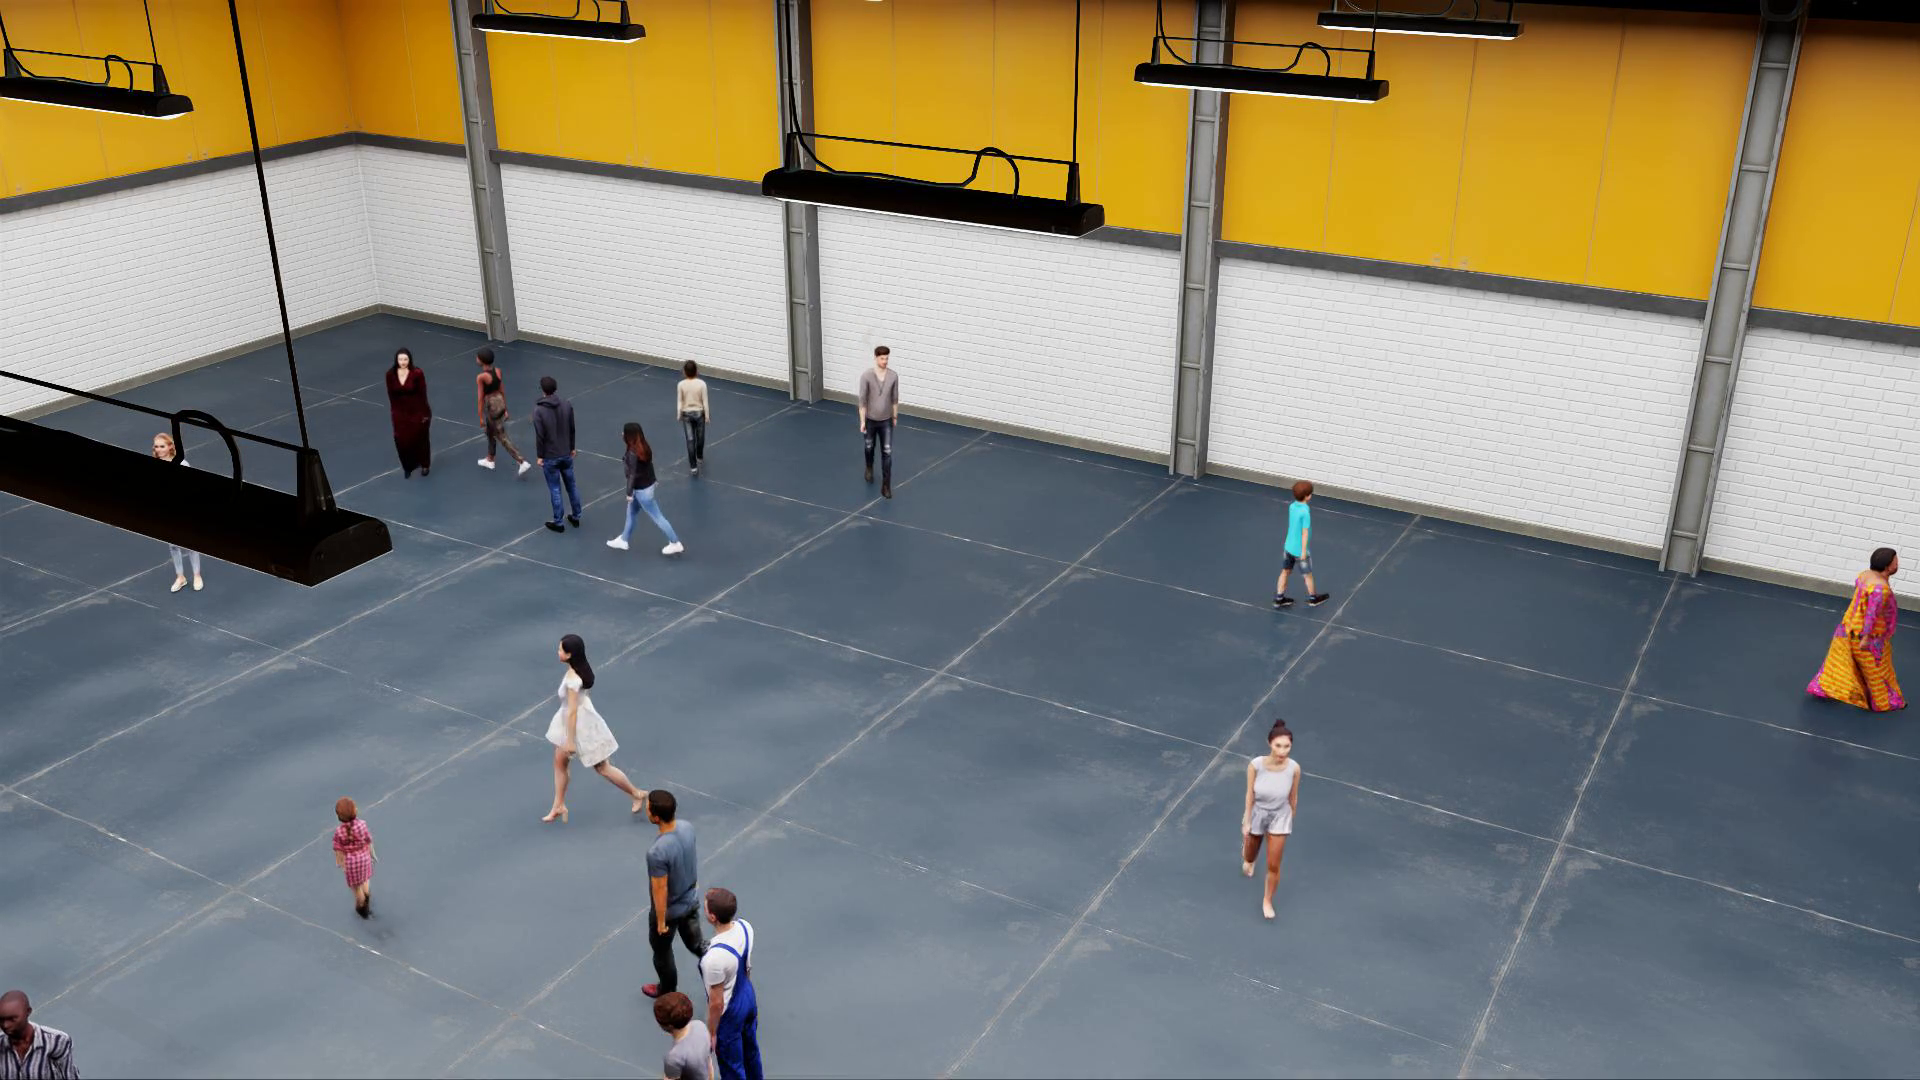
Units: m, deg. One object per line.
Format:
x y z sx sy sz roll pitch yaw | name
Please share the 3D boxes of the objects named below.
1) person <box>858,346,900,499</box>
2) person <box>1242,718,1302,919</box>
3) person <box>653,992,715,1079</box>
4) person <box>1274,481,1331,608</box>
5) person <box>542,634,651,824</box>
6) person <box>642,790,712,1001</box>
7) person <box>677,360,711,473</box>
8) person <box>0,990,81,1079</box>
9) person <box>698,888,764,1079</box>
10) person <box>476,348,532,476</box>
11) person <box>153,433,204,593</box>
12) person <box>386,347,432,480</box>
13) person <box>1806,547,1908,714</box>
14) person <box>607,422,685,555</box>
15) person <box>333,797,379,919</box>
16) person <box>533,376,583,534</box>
-1.052 -1.525 20.766 1.248 1.856 1.255 -4 24 -9 | person
2.366 2.104 12.797 0.854 1.588 0.814 2 24 6 | person
-1.515 3.376 9.827 0.804 1.637 0.684 7 25 16 | person
3.526 0.066 17.655 0.879 1.431 0.850 -9 25 -19 | person
-3.046 1.609 13.754 1.219 1.730 1.031 -2 24 -5 | person
-1.888 2.551 11.537 1.109 1.778 0.750 11 26 23 | person
-3.433 -1.562 21.371 0.981 1.439 1.001 -4 24 -9 | person
-5.323 3.361 9.661 0.680 1.796 0.749 -5 24 -12 | person
-1.436 2.976 10.475 0.595 1.850 0.646 10 26 22 | person
-5.857 -1.597 21.174 1.163 1.660 0.600 12 26 26 | person
-8.522 -0.314 18.069 0.643 1.796 0.724 -4 24 -8 | person
-6.965 -1.643 21.185 0.794 1.735 0.866 -2 24 -4 | person
8.466 0.809 15.643 1.174 1.682 0.894 4 24 10 | person
-3.517 -0.539 18.856 1.244 1.577 0.957 3 24 7 | person
-4.618 2.445 12.732 0.521 1.015 0.568 -18 29 -35 | person
-4.733 -1.012 19.545 0.737 1.893 0.687 -20 31 -39 | person
